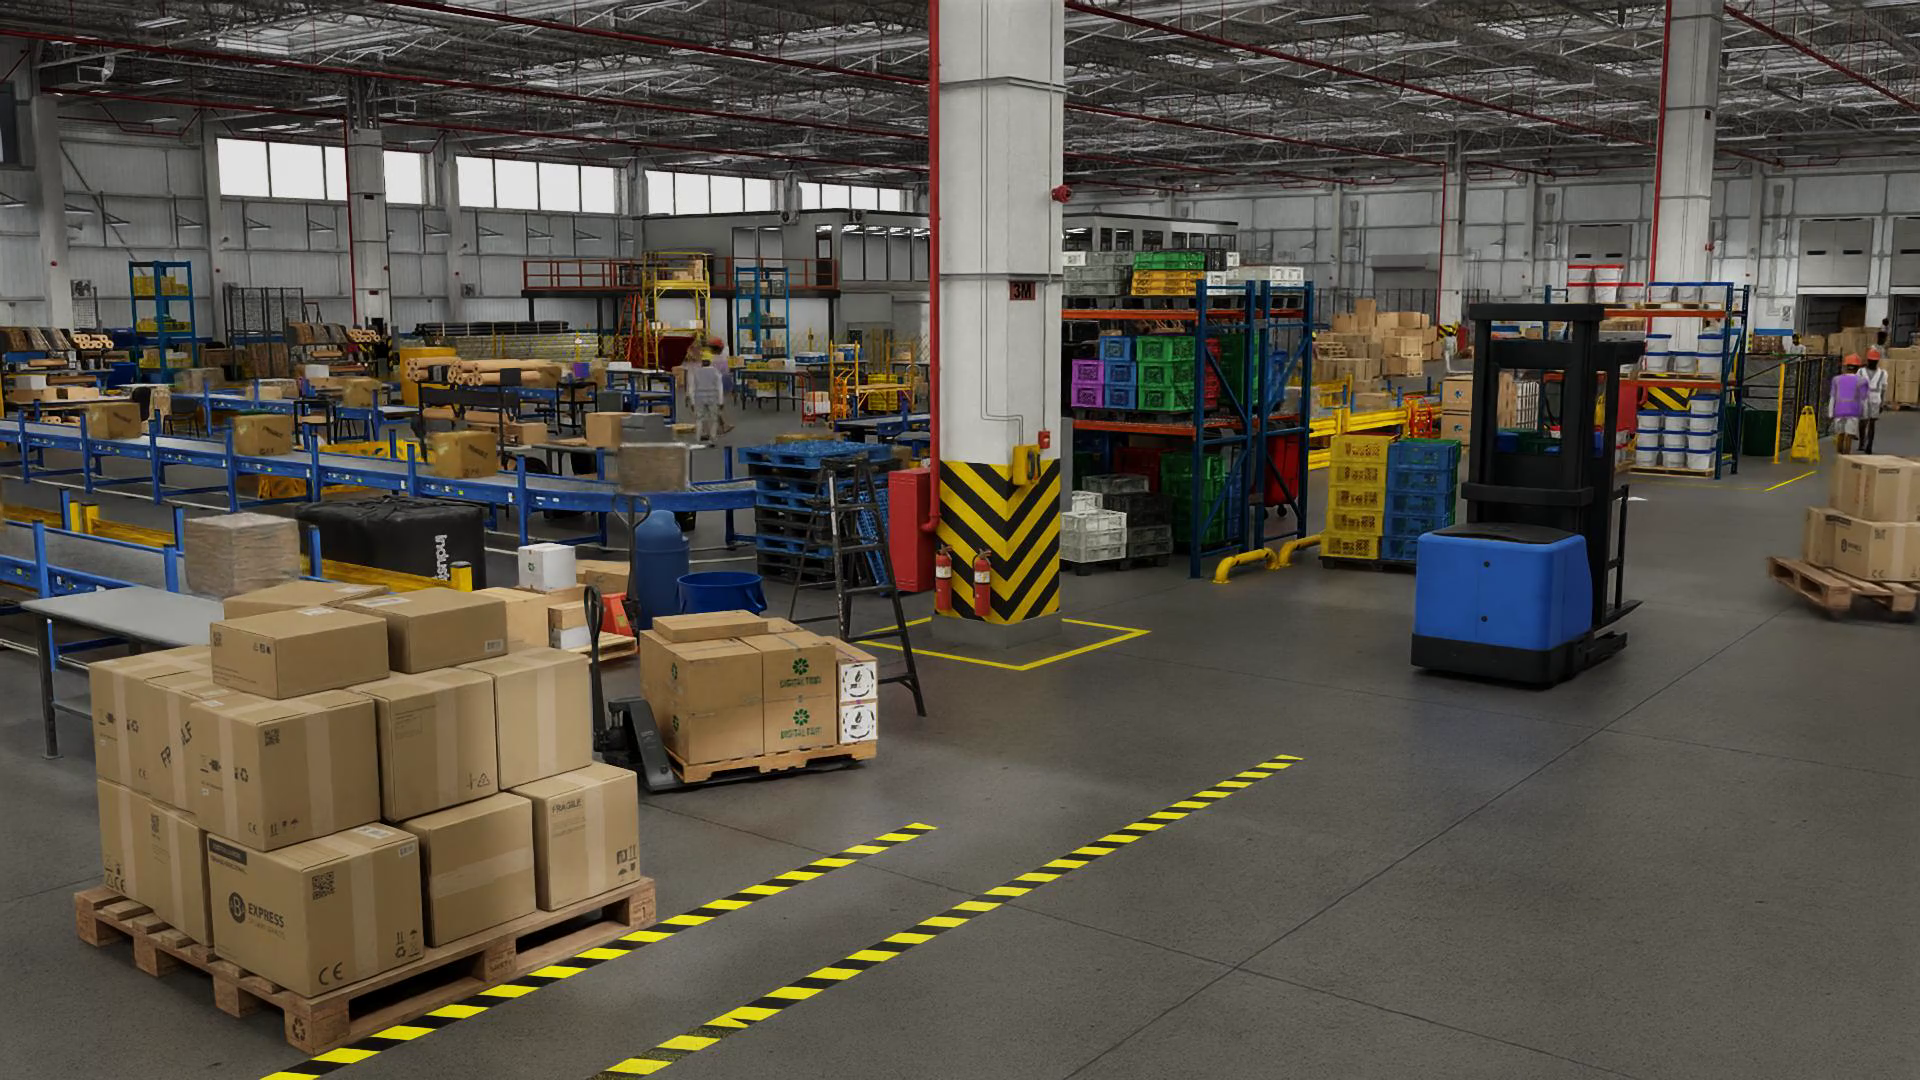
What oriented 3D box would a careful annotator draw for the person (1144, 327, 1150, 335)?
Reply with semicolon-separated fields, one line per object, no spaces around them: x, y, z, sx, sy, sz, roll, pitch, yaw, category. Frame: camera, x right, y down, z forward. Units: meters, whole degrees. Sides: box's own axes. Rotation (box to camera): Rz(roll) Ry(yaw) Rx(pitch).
5.744;-5.826;52.627;0.604;1.869;0.864;-6;11;-37;person

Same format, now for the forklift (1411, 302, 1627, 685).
4.379;-0.438;12.852;1.129;2.768;1.873;7;11;37;forklift

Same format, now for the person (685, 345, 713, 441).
-5.123;-2.870;32.598;0.673;1.884;0.420;6;10;34;person

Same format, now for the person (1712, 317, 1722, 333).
33.334;-8.948;73.230;0.649;1.981;0.431;-8;12;-44;person

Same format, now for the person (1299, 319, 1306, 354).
15.985;-9.541;77.378;0.361;1.938;0.546;-7;11;-38;person

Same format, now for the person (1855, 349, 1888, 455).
16.508;-2.521;30.207;0.545;1.900;0.961;5;10;32;person

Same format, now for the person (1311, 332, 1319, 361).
10.355;-5.242;49.017;0.349;1.759;0.522;-8;12;-43;person

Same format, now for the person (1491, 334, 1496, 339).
13.189;-4.230;41.794;0.770;1.880;0.595;3;9;19;person

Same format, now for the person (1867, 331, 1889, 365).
23.396;-4.349;42.375;0.651;1.937;0.496;-7;11;-38;person

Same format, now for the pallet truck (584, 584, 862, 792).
-1.426;0.805;10.019;1.601;1.201;0.680;-4;9;-26;pallet truck

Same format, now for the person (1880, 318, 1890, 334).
38.764;-8.369;69.798;0.430;1.845;0.624;3;9;21;person

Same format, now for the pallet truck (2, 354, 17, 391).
-24.881;-4.417;42.634;1.885;1.965;0.823;8;11;41;pallet truck

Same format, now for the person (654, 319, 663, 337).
-12.426;-8.131;68.188;0.508;1.842;0.332;1;8;4;person

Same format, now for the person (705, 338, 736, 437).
-4.912;-3.101;33.782;0.638;1.979;1.058;6;10;34;person

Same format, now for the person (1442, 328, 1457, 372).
17.143;-6.590;58.271;0.498;1.704;0.872;0;8;2;person

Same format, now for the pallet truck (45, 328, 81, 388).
-23.775;-4.544;43.495;1.885;1.965;0.823;6;10;35;pallet truck

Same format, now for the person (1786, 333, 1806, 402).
21.649;-4.420;43.110;0.328;1.865;0.520;-3;9;-18;person

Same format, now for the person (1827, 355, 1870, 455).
14.479;-2.054;27.049;0.568;1.890;0.946;7;11;41;person

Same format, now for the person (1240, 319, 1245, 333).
13.504;-9.941;80.368;0.876;1.861;0.589;6;11;37;person

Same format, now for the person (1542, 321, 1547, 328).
24.295;-8.248;69.038;0.431;1.836;0.618;-3;9;-17;person

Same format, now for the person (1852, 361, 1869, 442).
17.636;-2.707;32.529;0.506;1.572;0.897;-1;8;-4;person

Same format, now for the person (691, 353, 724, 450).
-4.696;-2.576;30.890;0.601;1.793;0.438;-1;8;-4;person

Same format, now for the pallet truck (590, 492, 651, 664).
-3.115;0.344;12.883;0.653;1.274;1.630;7;11;37;pallet truck

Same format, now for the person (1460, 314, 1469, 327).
24.481;-10.070;81.001;0.774;1.922;0.615;6;11;37;person

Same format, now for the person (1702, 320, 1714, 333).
29.837;-7.864;66.452;0.533;1.833;0.951;-1;8;-5;person
